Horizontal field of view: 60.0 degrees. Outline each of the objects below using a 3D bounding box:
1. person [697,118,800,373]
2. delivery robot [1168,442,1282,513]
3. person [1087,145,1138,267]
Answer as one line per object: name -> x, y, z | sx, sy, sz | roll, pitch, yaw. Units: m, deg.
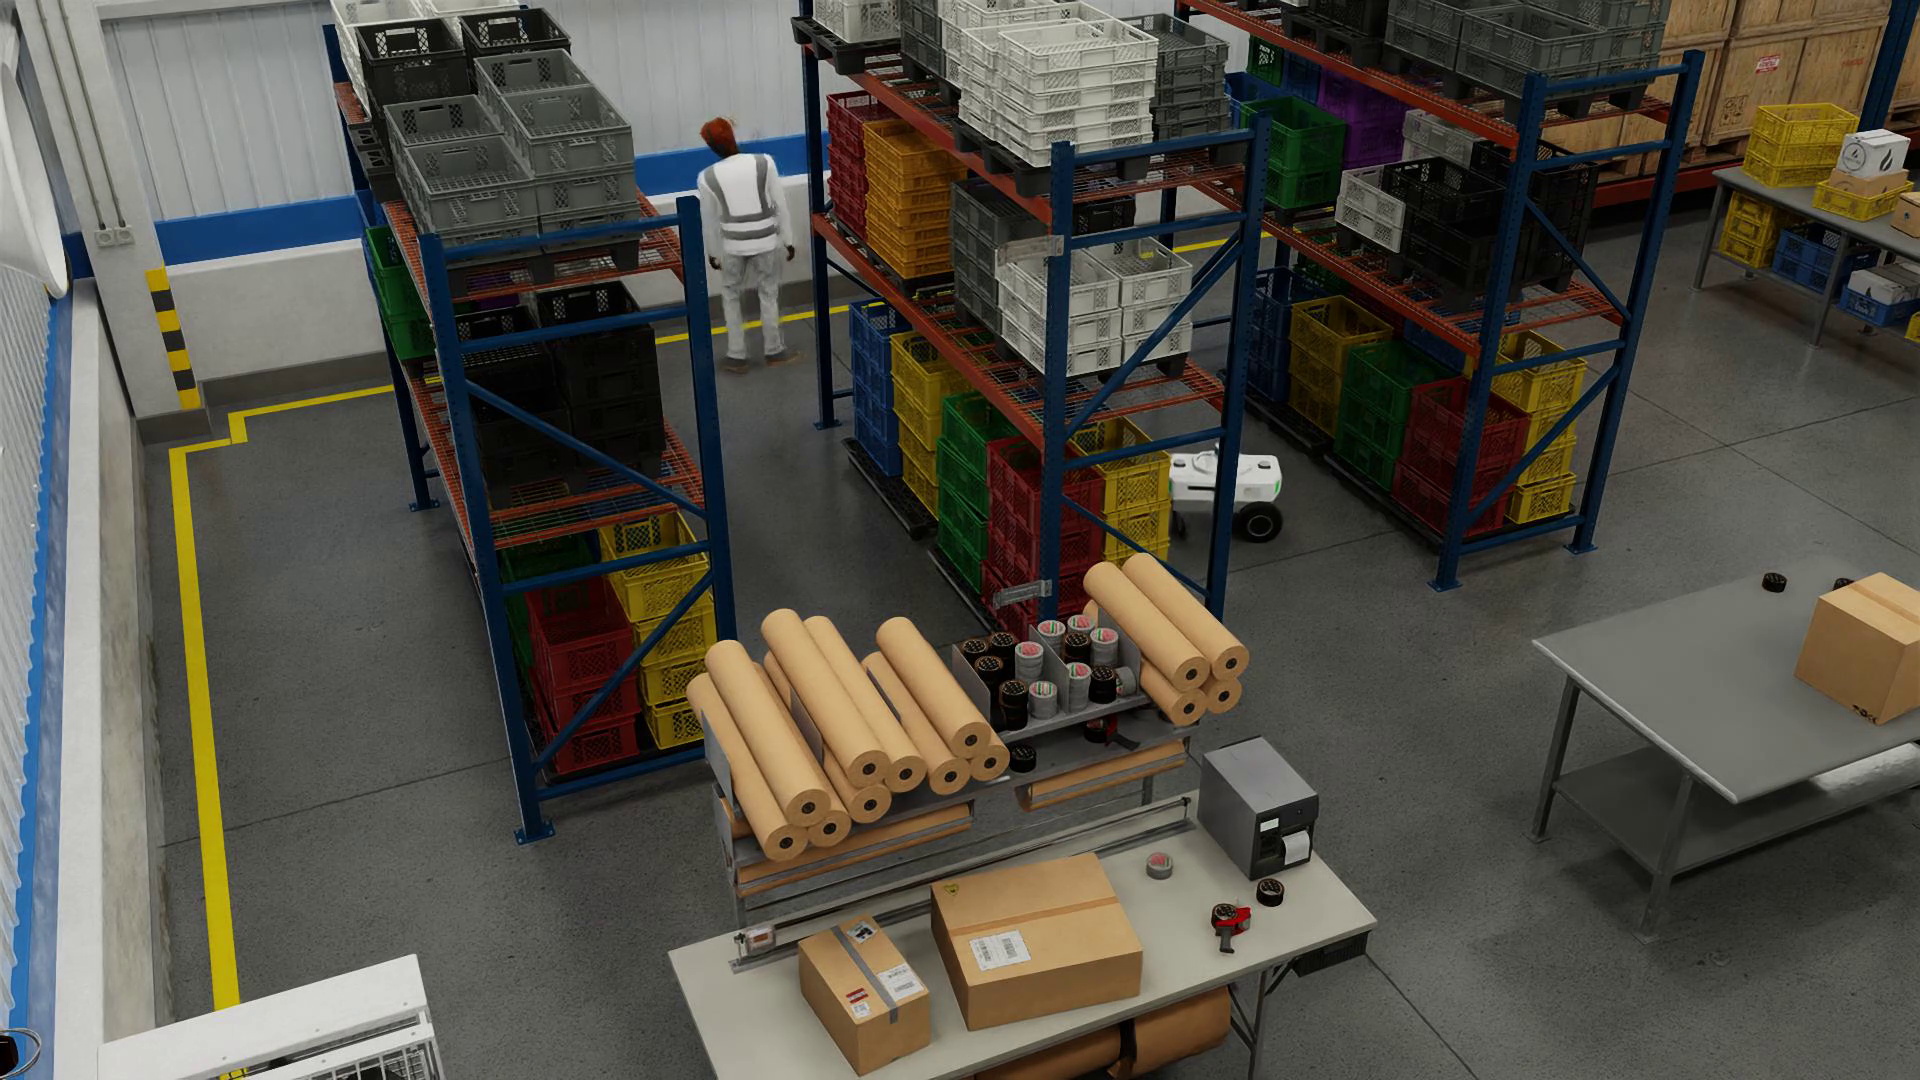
person -> -1.488, -2.087, 11.848 | 0.684, 1.852, 0.348 | -4, 32, -7
delivery robot -> 1.595, -0.371, 10.192 | 0.707, 0.478, 0.477 | 1, 32, 2
person -> 1.083, -2.670, 12.701 | 0.635, 1.937, 0.354 | 22, 38, 31
